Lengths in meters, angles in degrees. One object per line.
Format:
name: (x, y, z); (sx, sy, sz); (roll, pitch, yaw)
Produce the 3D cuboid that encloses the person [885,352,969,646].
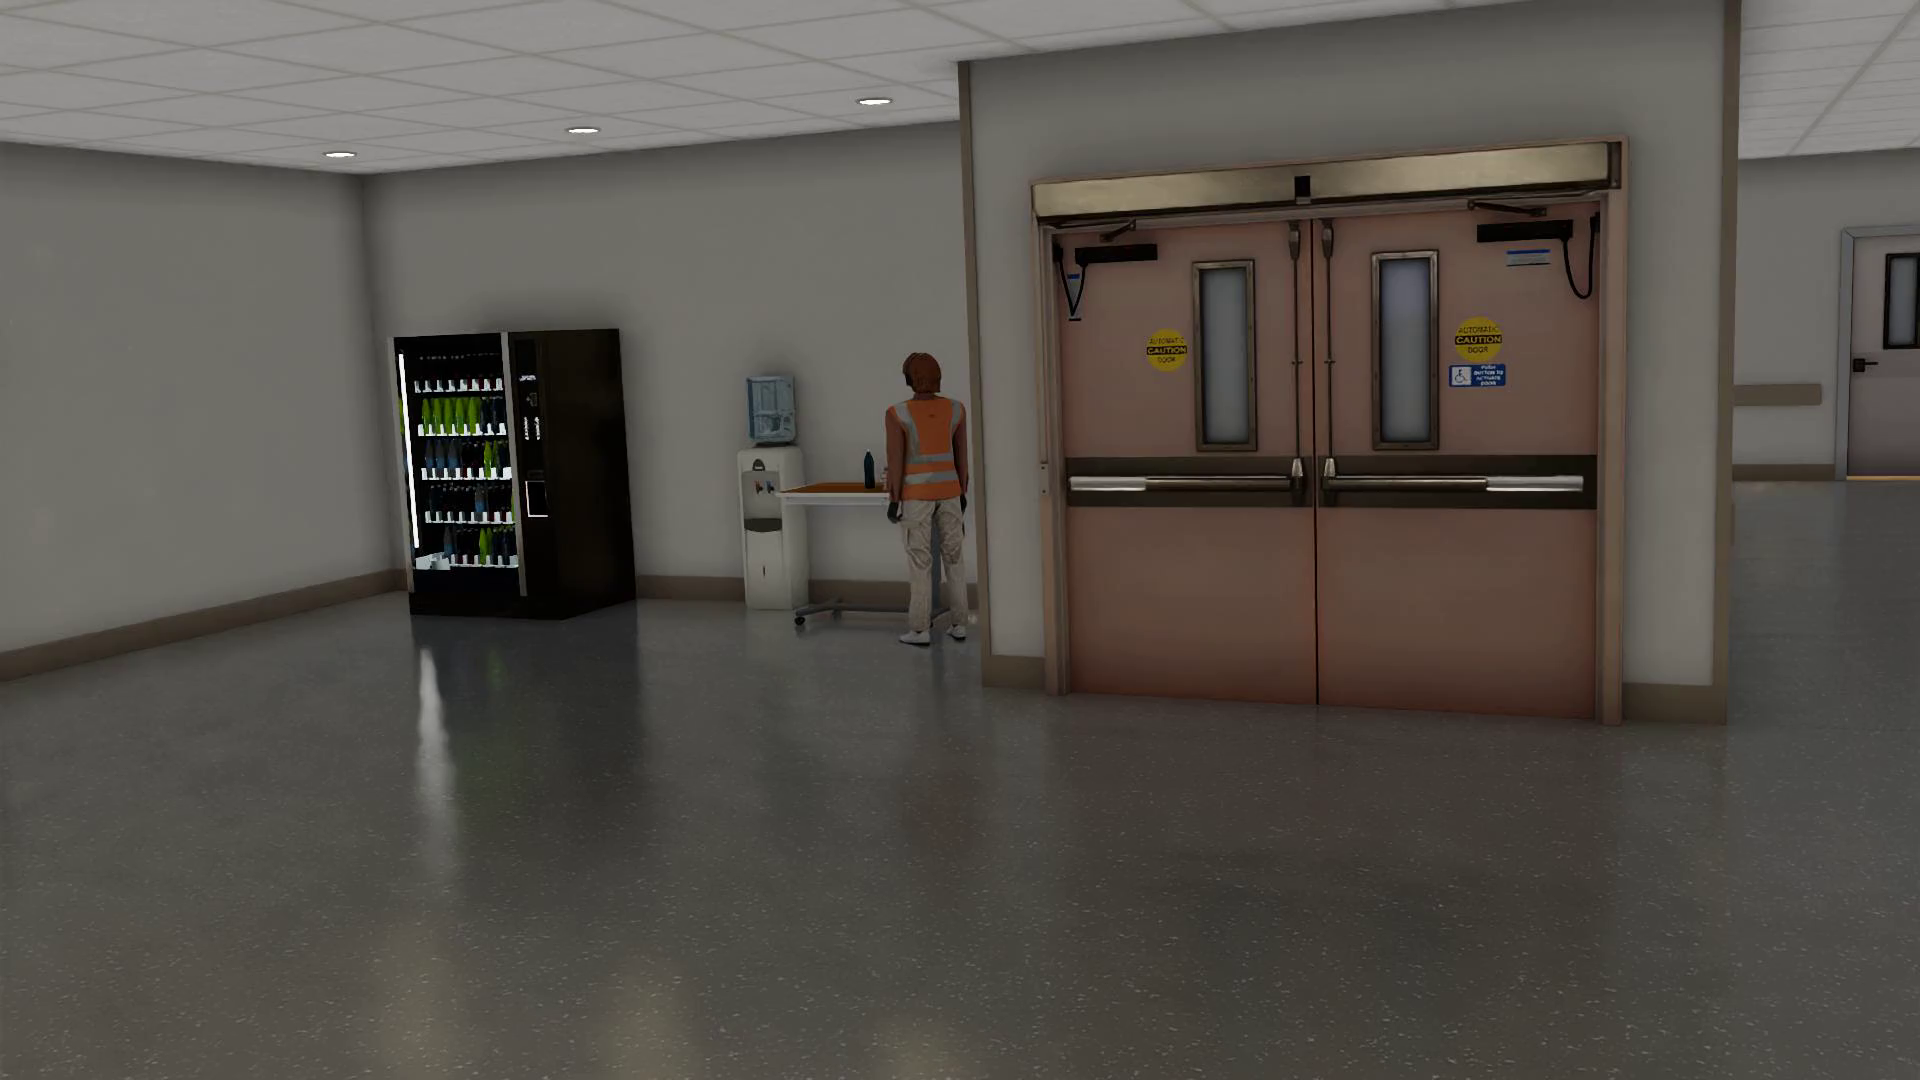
person: (-0.172, -0.227, 9.311); (0.510, 1.640, 0.308); (-6, 8, -28)
